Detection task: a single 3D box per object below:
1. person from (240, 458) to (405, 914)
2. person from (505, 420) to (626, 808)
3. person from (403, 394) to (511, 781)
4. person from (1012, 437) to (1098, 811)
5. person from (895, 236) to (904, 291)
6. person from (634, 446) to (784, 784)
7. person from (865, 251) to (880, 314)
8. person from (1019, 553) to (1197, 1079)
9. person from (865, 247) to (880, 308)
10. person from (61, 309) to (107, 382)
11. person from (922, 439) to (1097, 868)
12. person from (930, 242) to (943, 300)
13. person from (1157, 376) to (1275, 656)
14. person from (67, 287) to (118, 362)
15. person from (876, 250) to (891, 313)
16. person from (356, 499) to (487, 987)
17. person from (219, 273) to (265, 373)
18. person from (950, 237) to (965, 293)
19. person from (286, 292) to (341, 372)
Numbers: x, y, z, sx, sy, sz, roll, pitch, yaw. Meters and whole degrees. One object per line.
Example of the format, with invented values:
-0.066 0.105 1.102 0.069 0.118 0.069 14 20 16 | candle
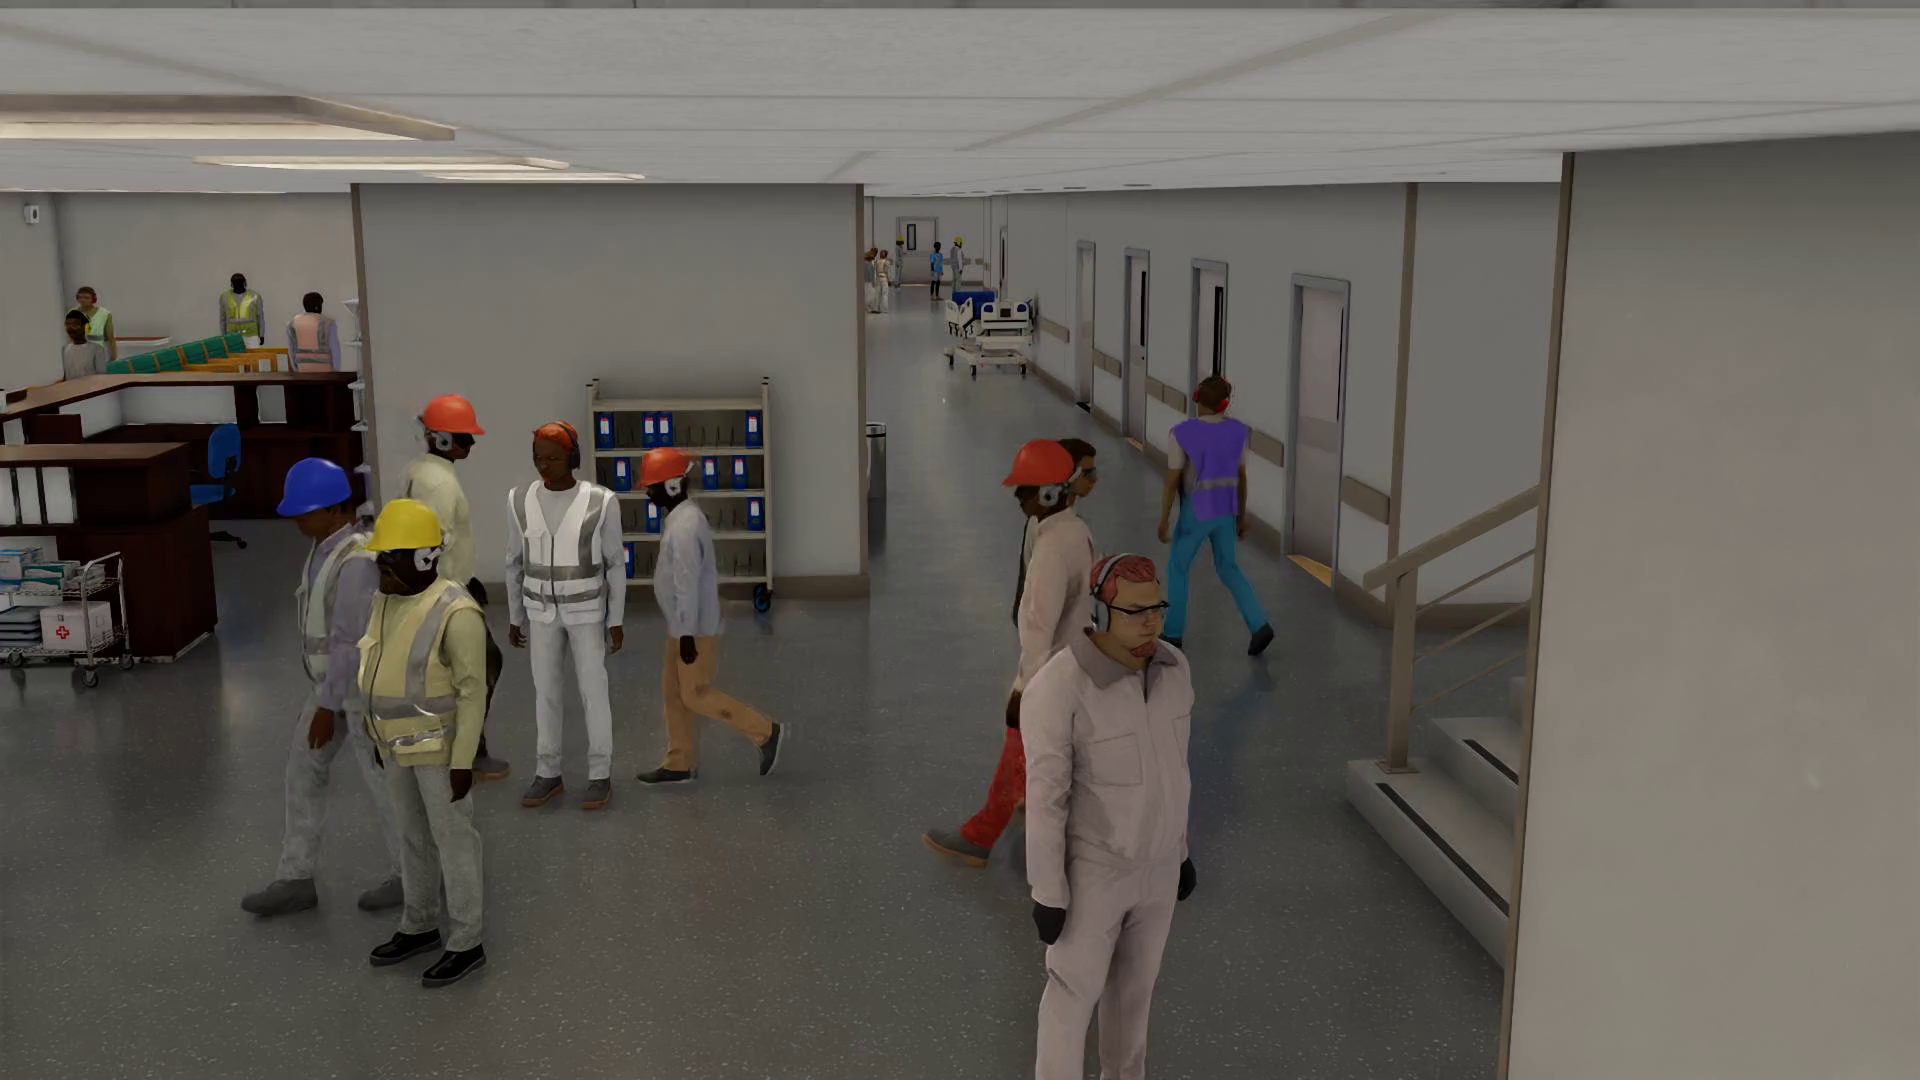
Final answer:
-2.567 0.622 6.669 0.846 1.903 0.599 -10 15 -40 | person
-1.890 0.361 7.978 0.585 1.882 0.337 2 12 8 | person
-2.524 0.253 8.312 0.614 1.962 0.608 -8 14 -33 | person
0.448 0.414 7.904 0.411 1.823 0.528 3 12 12 | person
-1.943 -8.949 53.825 0.321 1.742 0.492 3 12 13 | person
-1.263 0.387 8.258 0.680 1.715 0.609 -2 12 -10 | person
-2.285 -6.604 42.702 0.389 1.610 0.531 -1 12 -6 | person
0.476 0.971 4.945 0.652 1.906 0.402 -10 15 -40 | person
-2.352 -7.104 45.066 0.561 1.622 0.549 7 13 30 | person
-8.427 -1.277 16.014 0.514 1.876 0.328 2 12 12 | person
0.365 0.538 7.013 1.041 1.931 0.627 2 12 8 | person
-0.673 -7.839 48.503 0.320 1.698 0.538 9 15 37 | person
1.603 -0.142 10.652 0.618 1.810 0.819 -6 13 -28 | person
-11.240 -2.380 21.608 0.578 1.807 0.658 2 12 7 | person
-1.984 -6.685 43.047 0.514 1.630 0.318 11 16 43 | person
-2.015 0.749 6.210 0.586 1.835 0.403 9 14 37 | person
-10.743 -3.076 24.914 0.632 1.836 0.429 -3 12 -13 | person
-0.063 -8.082 49.370 0.404 1.827 0.602 -5 13 -25 | person
-7.562 -1.990 19.576 0.624 1.844 0.430 2 12 8 | person
